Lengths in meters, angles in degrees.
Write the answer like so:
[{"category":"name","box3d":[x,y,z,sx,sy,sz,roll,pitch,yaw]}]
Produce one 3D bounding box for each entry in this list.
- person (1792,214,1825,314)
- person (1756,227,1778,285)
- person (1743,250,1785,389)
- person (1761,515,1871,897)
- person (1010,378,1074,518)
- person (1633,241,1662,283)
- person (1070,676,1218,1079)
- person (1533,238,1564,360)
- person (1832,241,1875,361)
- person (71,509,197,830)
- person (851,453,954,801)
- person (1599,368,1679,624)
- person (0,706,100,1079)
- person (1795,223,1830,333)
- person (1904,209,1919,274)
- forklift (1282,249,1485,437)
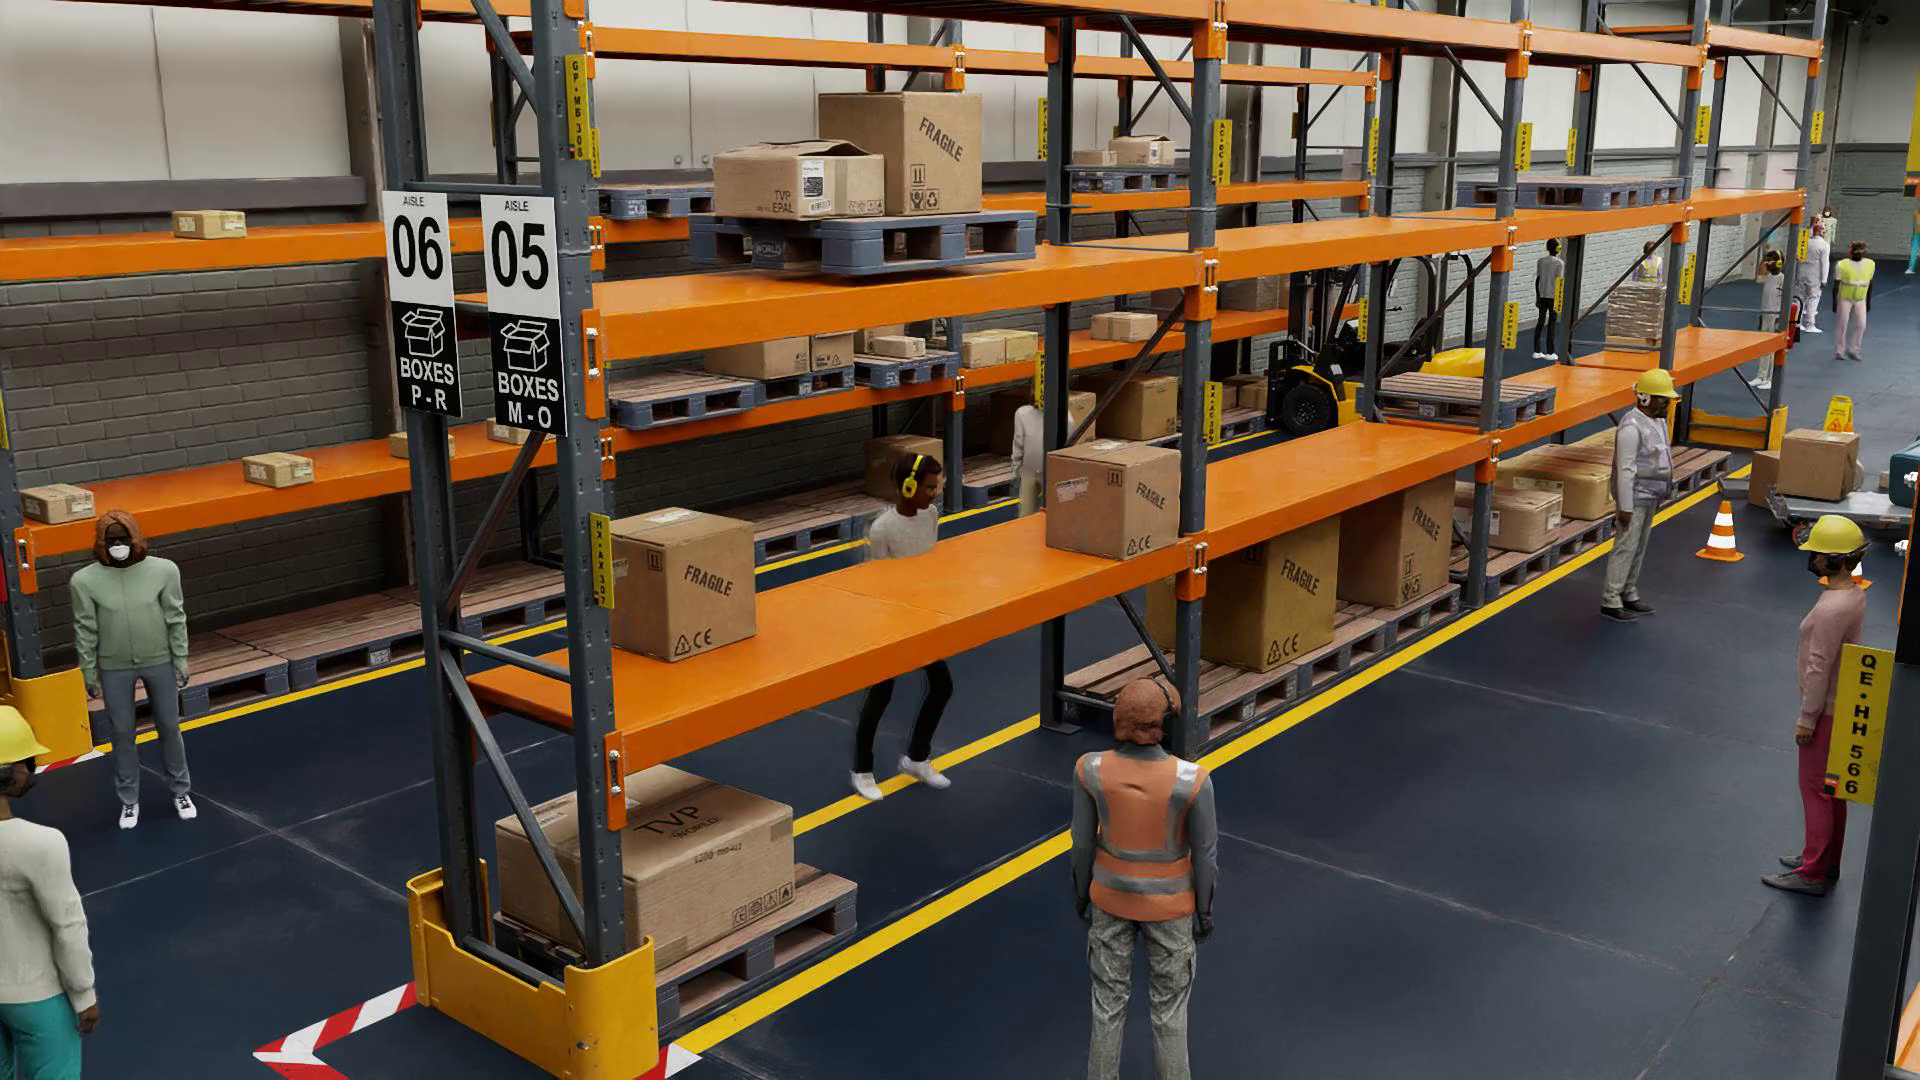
[{"category":"person","box3d":[16.296,-5.281,31.874,0.399,1.900,0.646,-4,14,-15]},{"category":"person","box3d":[18.512,-6.829,37.947,0.477,2.018,0.684,9,16,32]},{"category":"person","box3d":[10.996,-2.982,22.563,0.332,1.872,0.514,-1,14,-5]},{"category":"person","box3d":[3.928,0.751,7.600,0.337,1.757,0.518,10,17,35]},{"category":"person","box3d":[0.663,-0.510,13.000,0.519,1.617,0.524,7,15,26]},{"category":"person","box3d":[11.676,-4.270,28.303,0.508,1.631,0.312,-1,14,-5]},{"category":"person","box3d":[0.630,1.264,5.750,0.514,1.639,0.310,5,15,19]},{"category":"person","box3d":[9.037,-3.698,25.471,0.328,1.877,0.514,-9,16,-32]},{"category":"person","box3d":[13.575,-3.622,25.260,0.590,1.822,0.646,2,14,8]},{"category":"person","box3d":[-4.120,0.639,8.318,0.502,1.630,0.272,-7,15,-26]},{"category":"person","box3d":[-0.293,0.442,8.675,0.575,1.839,0.574,11,18,38]},{"category":"person","box3d":[4.835,-0.315,11.816,0.404,1.823,0.596,12,18,39]},{"category":"person","box3d":[-2.875,1.362,5.093,0.528,1.765,0.328,3,14,12]},{"category":"person","box3d":[14.865,-4.565,28.967,0.400,1.899,0.636,-5,15,-18]},{"category":"person","box3d":[23.777,-7.518,41.006,0.898,1.891,0.599,-7,16,-28]},{"category":"forklift","box3d":[4.886,-2.214,18.767,2.313,2.155,1.214,11,18,38]}]
